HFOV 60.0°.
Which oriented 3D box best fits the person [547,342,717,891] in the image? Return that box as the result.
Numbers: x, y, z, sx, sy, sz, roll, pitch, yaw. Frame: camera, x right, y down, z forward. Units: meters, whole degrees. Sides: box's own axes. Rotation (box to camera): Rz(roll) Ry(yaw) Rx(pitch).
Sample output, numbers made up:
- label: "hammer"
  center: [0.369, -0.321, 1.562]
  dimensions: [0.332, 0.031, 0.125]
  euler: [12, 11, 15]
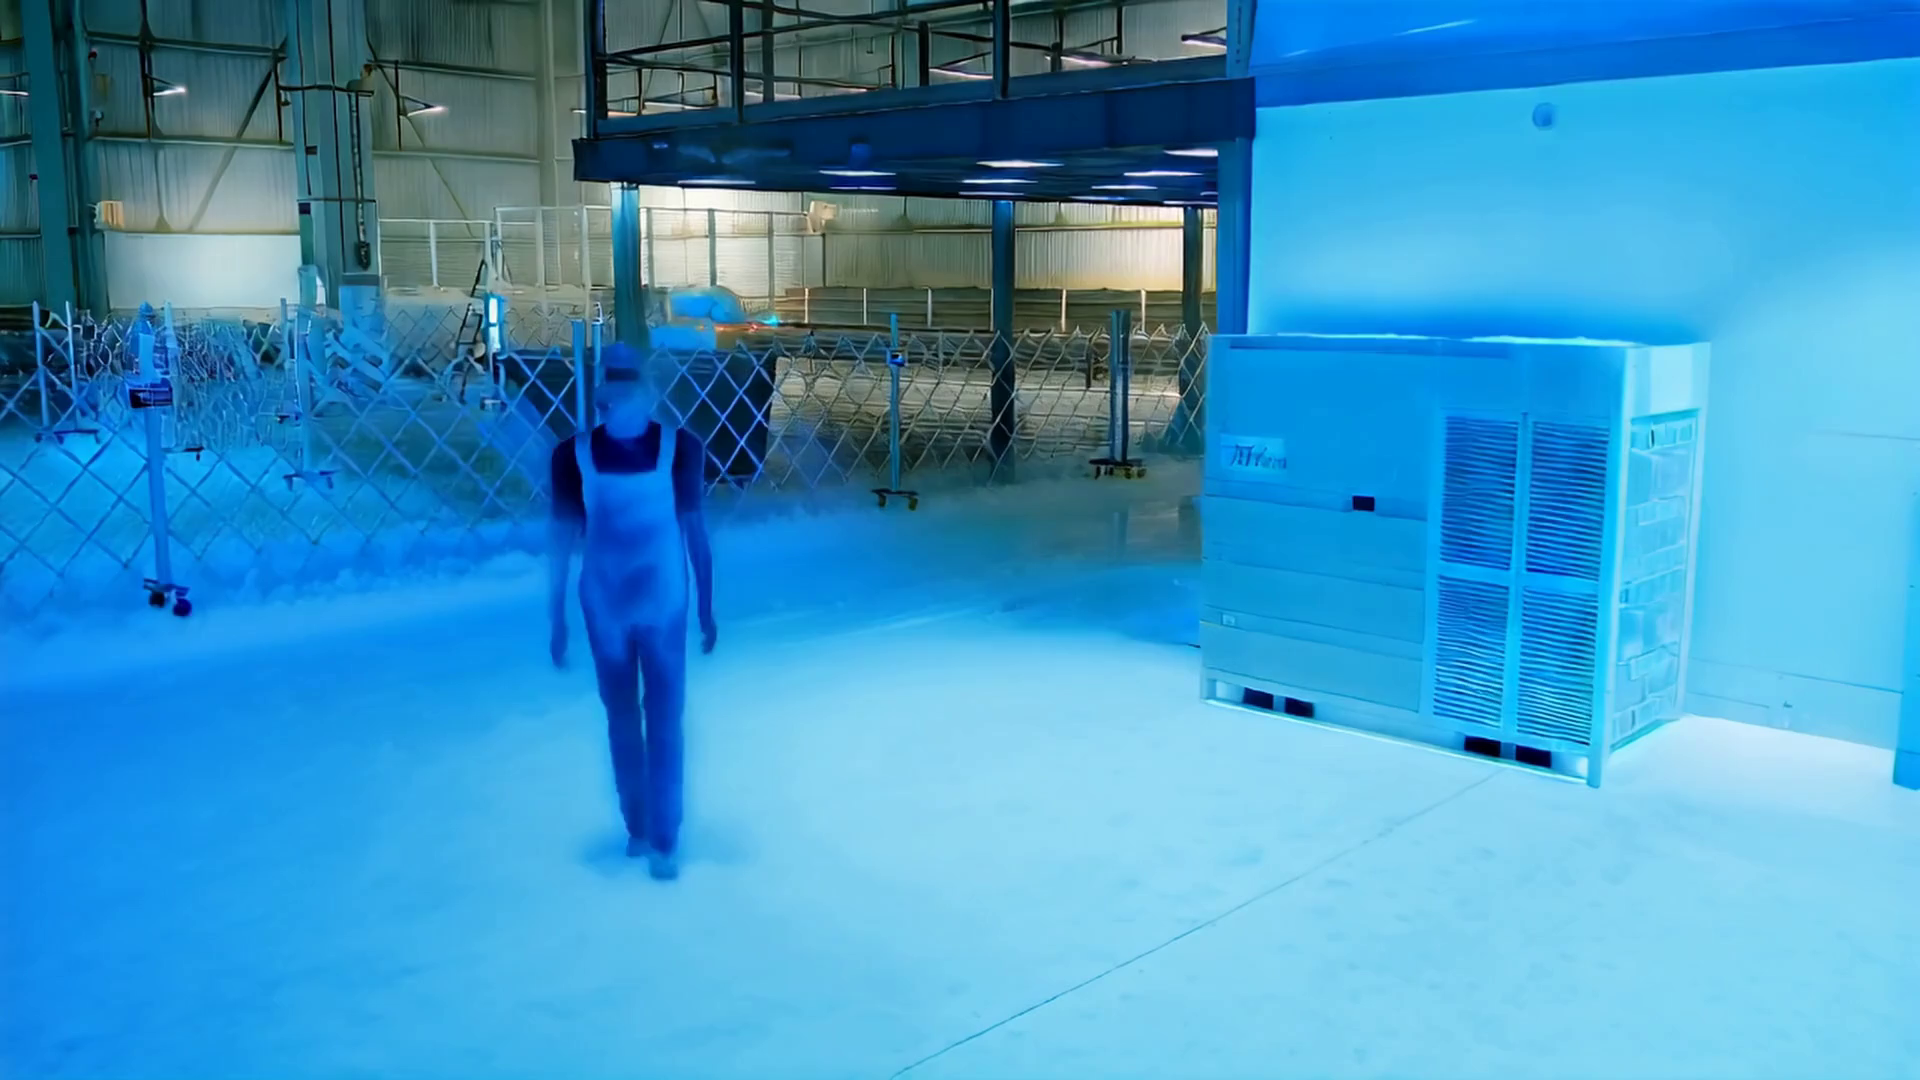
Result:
- label: "person"
  center: [-1.101, 0.264, 5.551]
  dimensions: [0.549, 1.821, 0.730]
  euler: [-1, 9, -5]
